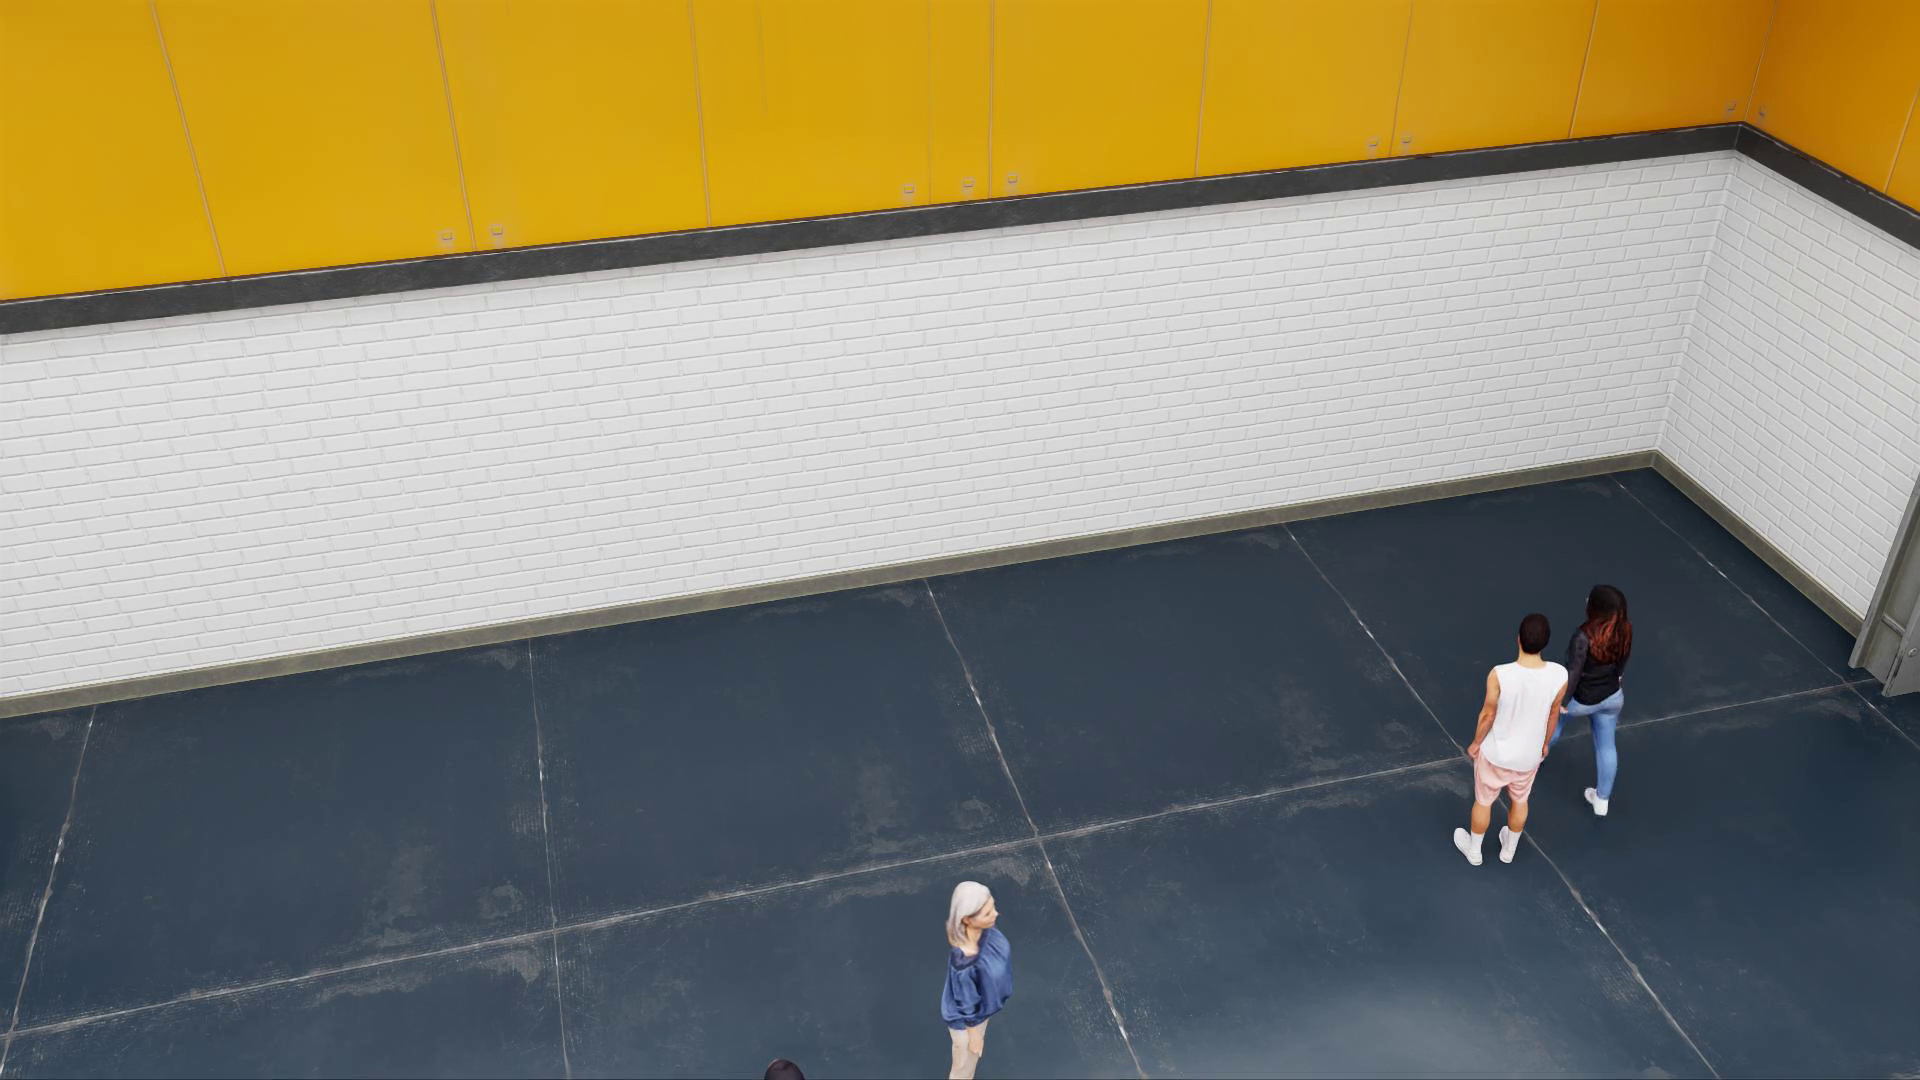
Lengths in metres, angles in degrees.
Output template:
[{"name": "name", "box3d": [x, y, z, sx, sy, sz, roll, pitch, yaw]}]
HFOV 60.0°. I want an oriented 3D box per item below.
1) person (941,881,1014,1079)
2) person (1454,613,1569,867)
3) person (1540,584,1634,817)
[{"name": "person", "box3d": [0.052, 2.335, 8.266, 0.758, 1.697, 0.643, 6, 34, 9]}, {"name": "person", "box3d": [3.274, 1.214, 9.871, 0.703, 1.788, 0.674, 1, 34, 1]}, {"name": "person", "box3d": [3.959, 1.019, 10.333, 0.733, 1.601, 1.025, -9, 35, -13]}]
